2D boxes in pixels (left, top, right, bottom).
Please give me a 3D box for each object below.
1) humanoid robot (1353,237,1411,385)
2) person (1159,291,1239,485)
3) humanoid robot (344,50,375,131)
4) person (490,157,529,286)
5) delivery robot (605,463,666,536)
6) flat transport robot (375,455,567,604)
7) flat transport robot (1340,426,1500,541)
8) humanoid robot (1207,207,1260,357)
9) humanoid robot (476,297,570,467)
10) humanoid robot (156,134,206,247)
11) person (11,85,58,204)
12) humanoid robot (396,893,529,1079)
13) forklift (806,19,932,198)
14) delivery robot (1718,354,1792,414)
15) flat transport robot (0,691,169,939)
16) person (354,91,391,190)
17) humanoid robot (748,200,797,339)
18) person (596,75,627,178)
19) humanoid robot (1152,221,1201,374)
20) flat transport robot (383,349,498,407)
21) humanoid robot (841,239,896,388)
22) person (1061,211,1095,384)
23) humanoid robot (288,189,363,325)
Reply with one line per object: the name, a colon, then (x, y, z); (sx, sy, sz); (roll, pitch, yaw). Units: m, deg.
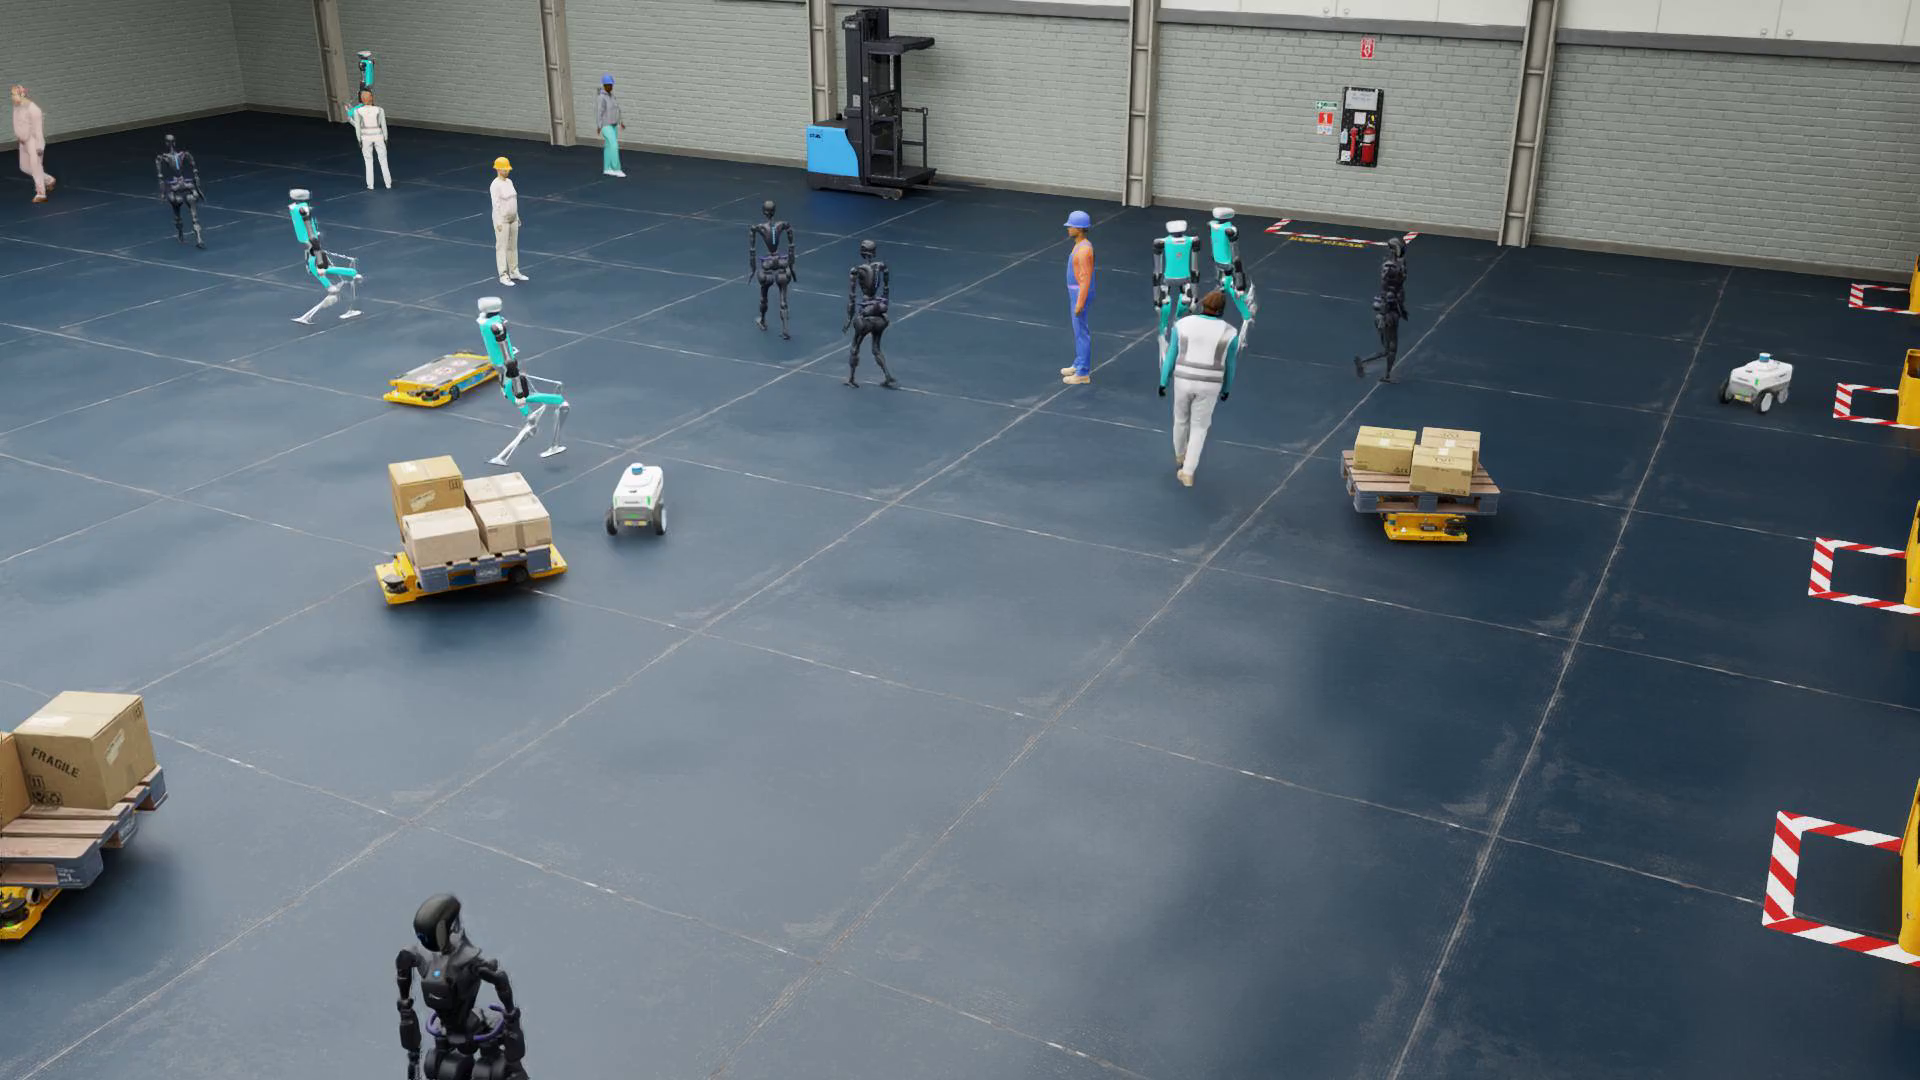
humanoid robot: (4.677, -2.534, 18.287); (0.491, 1.647, 0.607); (16, 28, 33)
person: (2.243, -1.461, 15.640); (0.712, 1.795, 0.813); (6, 24, 15)
humanoid robot: (-11.631, -8.592, 32.137); (0.735, 1.677, 0.533); (1, 23, 3)
person: (-6.095, -4.285, 22.328); (0.315, 1.696, 0.466); (8, 24, 18)
delivery robot: (-2.834, -0.386, 14.675); (0.499, 0.576, 0.768); (0, 23, -1)
flat transport robot: (-4.006, 0.218, 13.656); (1.431, 0.231, 0.659); (-11, 26, -24)
flat transport robot: (4.084, -0.338, 14.949); (0.659, 0.231, 1.431); (1, 23, 3)
humanoid robot: (3.254, -2.970, 19.287); (0.806, 1.823, 0.544); (-10, 25, -22)
humanoid robot: (-4.096, -1.492, 15.795); (1.012, 1.730, 0.532); (-14, 27, -30)
humanoid robot: (-11.391, -5.104, 24.326); (0.613, 1.626, 0.783); (-17, 29, -34)
person: (-15.175, -6.486, 27.207); (0.649, 1.890, 0.535); (14, 27, 30)
humanoid robot: (-2.128, 2.237, 7.173); (0.611, 1.655, 0.338); (5, 24, 12)
forklift: (-1.573, -7.292, 27.850); (1.873, 2.768, 1.129); (12, 26, 25)
delivery robot: (8.514, -1.680, 17.723); (0.803, 0.603, 0.499); (-16, 28, -32)
flat transport robot: (-5.491, 1.857, 9.839); (0.659, 0.231, 1.431); (1, 23, 2)
person: (-9.959, -6.774, 28.209); (0.509, 1.629, 0.314); (-8, 25, -19)
humanoid robot: (-2.270, -3.282, 20.060); (0.603, 1.628, 0.752); (-8, 25, -18)
person: (-6.052, -7.240, 29.122); (0.702, 1.748, 0.576); (9, 25, 19)
humanoid robot: (2.375, -2.728, 18.679); (0.544, 1.806, 0.768); (-3, 23, -6)
flat transport robot: (-5.633, -1.782, 18.310); (0.659, 0.231, 1.431); (8, 25, 19)
humanoid robot: (-0.987, -2.466, 18.145); (0.600, 1.633, 0.534); (-19, 30, -38)
person: (1.303, -2.671, 18.303); (0.368, 1.908, 0.531); (0, 23, 0)
humanoid robot: (-7.736, -3.435, 20.348); (1.061, 1.751, 0.561); (-17, 29, -34)
